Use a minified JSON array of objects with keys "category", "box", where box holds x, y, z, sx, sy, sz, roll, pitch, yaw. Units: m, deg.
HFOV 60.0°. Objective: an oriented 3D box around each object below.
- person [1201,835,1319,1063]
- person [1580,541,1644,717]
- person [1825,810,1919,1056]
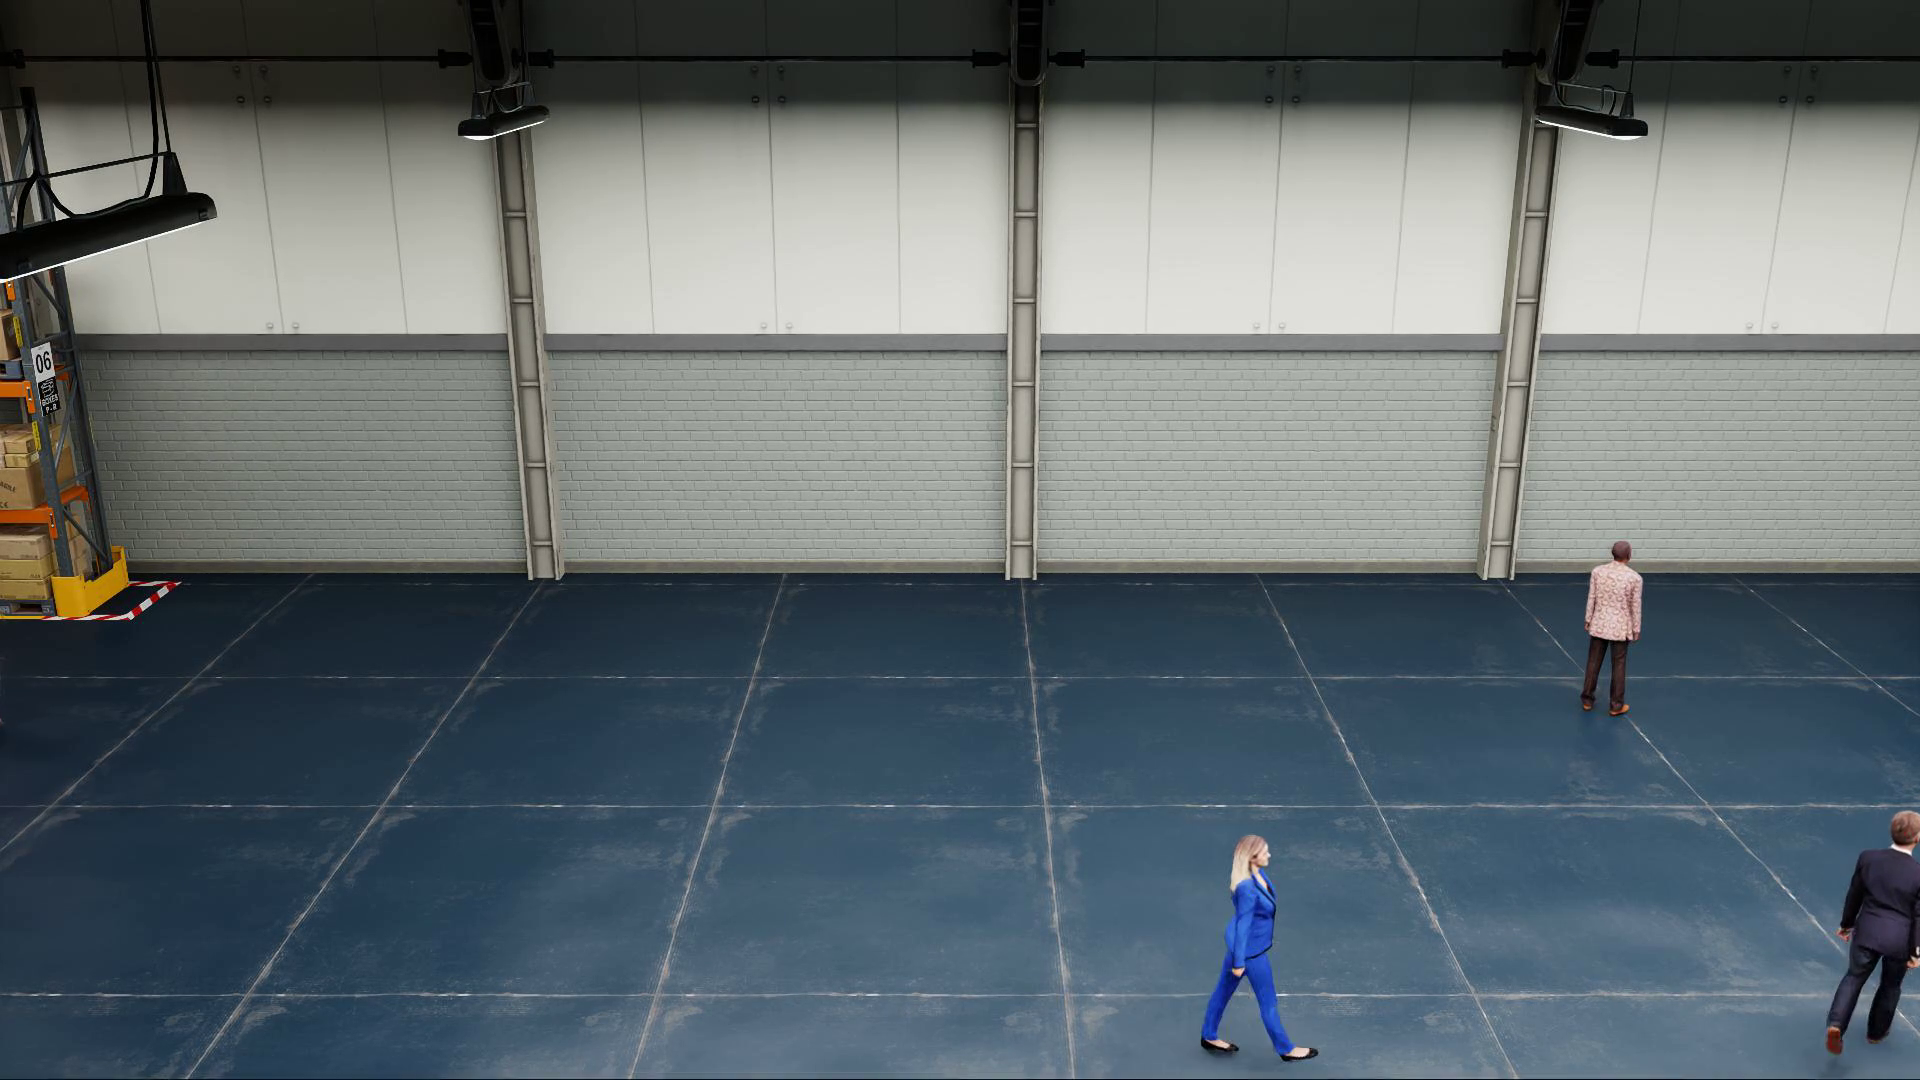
[{"category":"person","box":[1.833,2.762,11.238,1.067,1.671,0.767,3,18,10]},{"category":"person","box":[6.580,0.877,16.806,0.748,1.807,0.844,13,22,35]},{"category":"person","box":[6.232,2.686,11.273,1.161,1.795,1.076,-15,23,-39]}]
